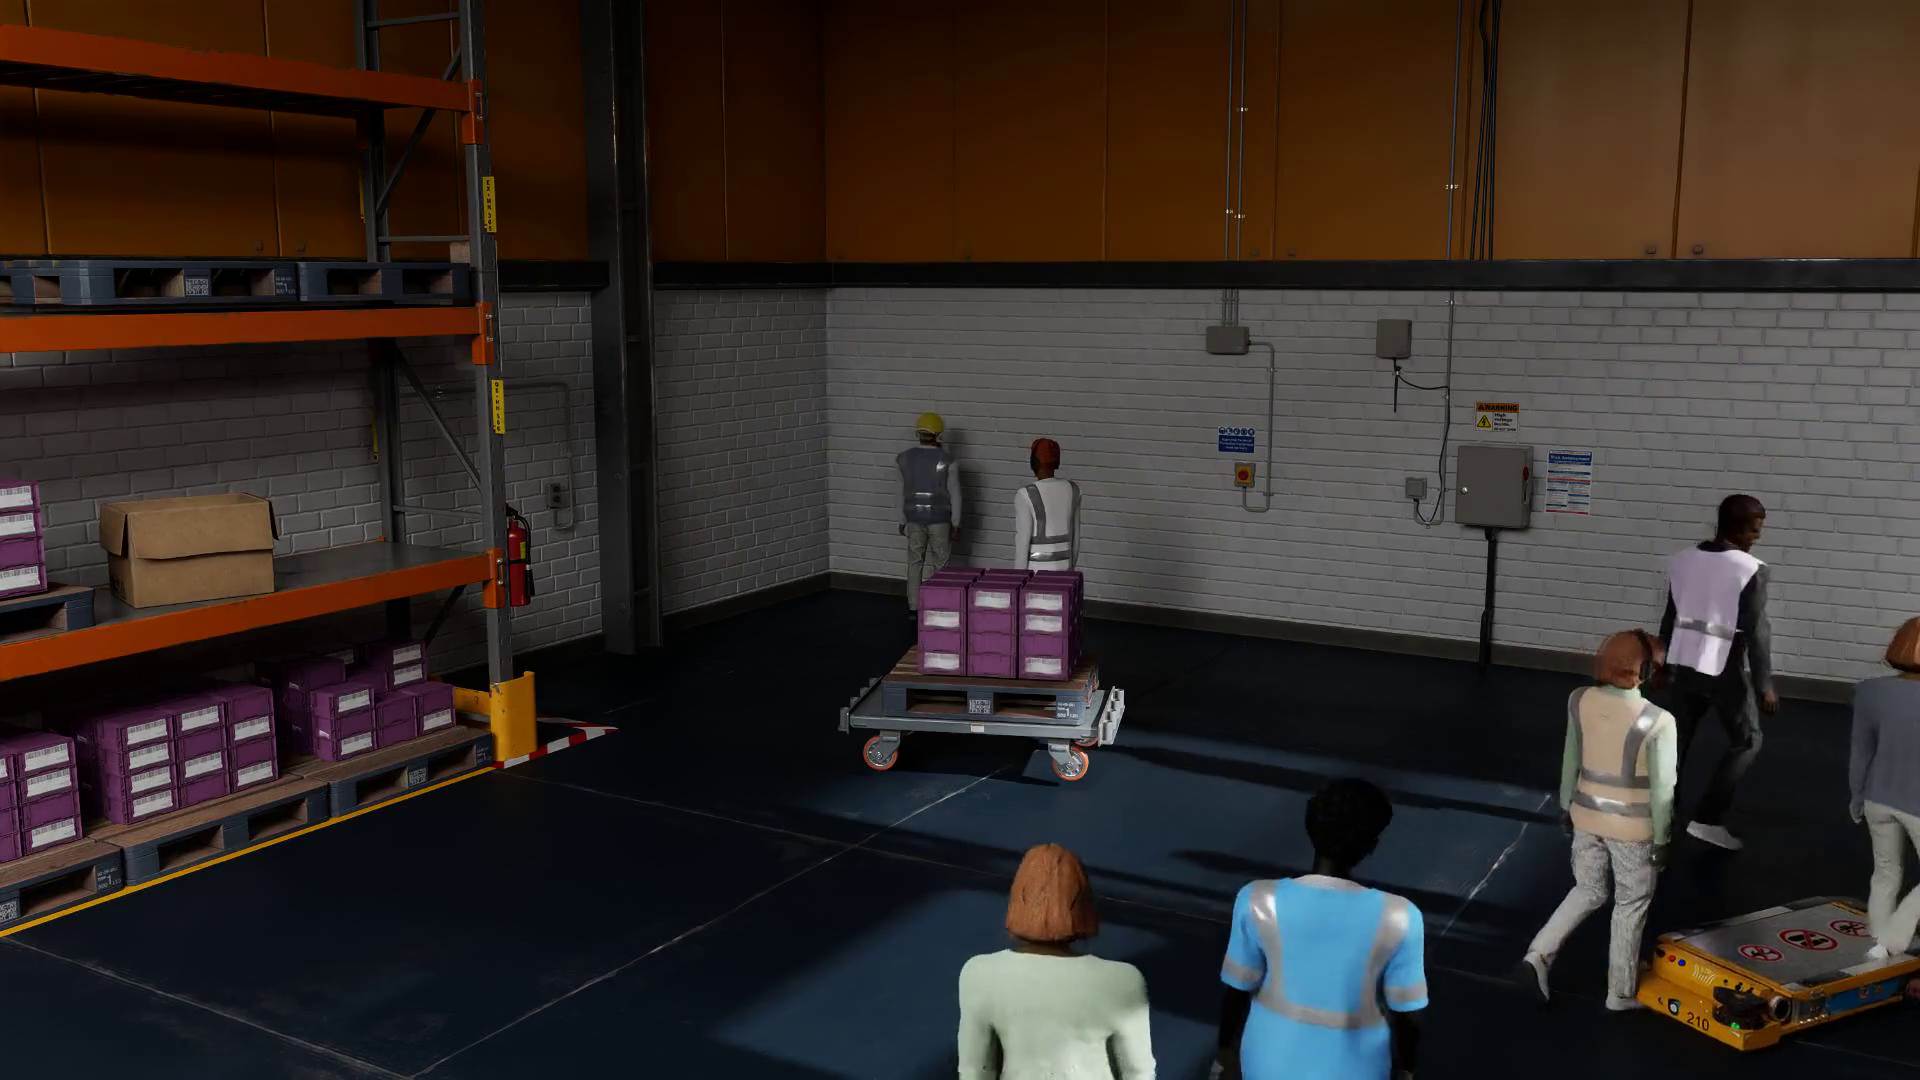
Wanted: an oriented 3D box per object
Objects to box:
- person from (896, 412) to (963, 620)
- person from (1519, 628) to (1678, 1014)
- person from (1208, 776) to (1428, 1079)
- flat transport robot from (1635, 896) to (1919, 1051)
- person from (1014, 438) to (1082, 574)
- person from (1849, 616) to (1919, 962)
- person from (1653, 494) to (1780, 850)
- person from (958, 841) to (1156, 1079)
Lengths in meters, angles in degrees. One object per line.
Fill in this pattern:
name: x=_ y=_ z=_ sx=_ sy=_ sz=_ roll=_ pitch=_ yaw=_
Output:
person: x=-0.257 y=-0.195 z=14.521 sx=0.613 sy=1.825 sz=0.403 roll=3 pitch=10 yaw=19
person: x=2.600 y=1.157 z=6.691 sx=0.568 sy=1.617 sz=0.527 roll=-5 pitch=11 yaw=-30
person: x=0.959 y=1.480 z=4.520 sx=0.586 sy=1.668 sz=0.543 roll=2 pitch=9 yaw=14
flat transport robot: x=3.507 y=1.786 z=6.982 sx=1.431 sy=0.197 sz=0.652 roll=-4 pitch=10 yaw=-26
person: x=0.601 y=0.220 z=11.745 sx=0.575 sy=1.882 sz=0.355 roll=-7 pitch=11 yaw=-37
person: x=3.939 y=1.117 z=6.936 sx=0.398 sy=1.618 sz=0.513 roll=-5 pitch=10 yaw=-30
person: x=3.943 y=0.703 z=8.705 sx=0.427 sy=1.887 sz=0.703 roll=-4 pitch=10 yaw=-25
person: x=0.230 y=1.562 z=4.244 sx=0.498 sy=1.598 sz=0.832 roll=4 pitch=10 yaw=21
